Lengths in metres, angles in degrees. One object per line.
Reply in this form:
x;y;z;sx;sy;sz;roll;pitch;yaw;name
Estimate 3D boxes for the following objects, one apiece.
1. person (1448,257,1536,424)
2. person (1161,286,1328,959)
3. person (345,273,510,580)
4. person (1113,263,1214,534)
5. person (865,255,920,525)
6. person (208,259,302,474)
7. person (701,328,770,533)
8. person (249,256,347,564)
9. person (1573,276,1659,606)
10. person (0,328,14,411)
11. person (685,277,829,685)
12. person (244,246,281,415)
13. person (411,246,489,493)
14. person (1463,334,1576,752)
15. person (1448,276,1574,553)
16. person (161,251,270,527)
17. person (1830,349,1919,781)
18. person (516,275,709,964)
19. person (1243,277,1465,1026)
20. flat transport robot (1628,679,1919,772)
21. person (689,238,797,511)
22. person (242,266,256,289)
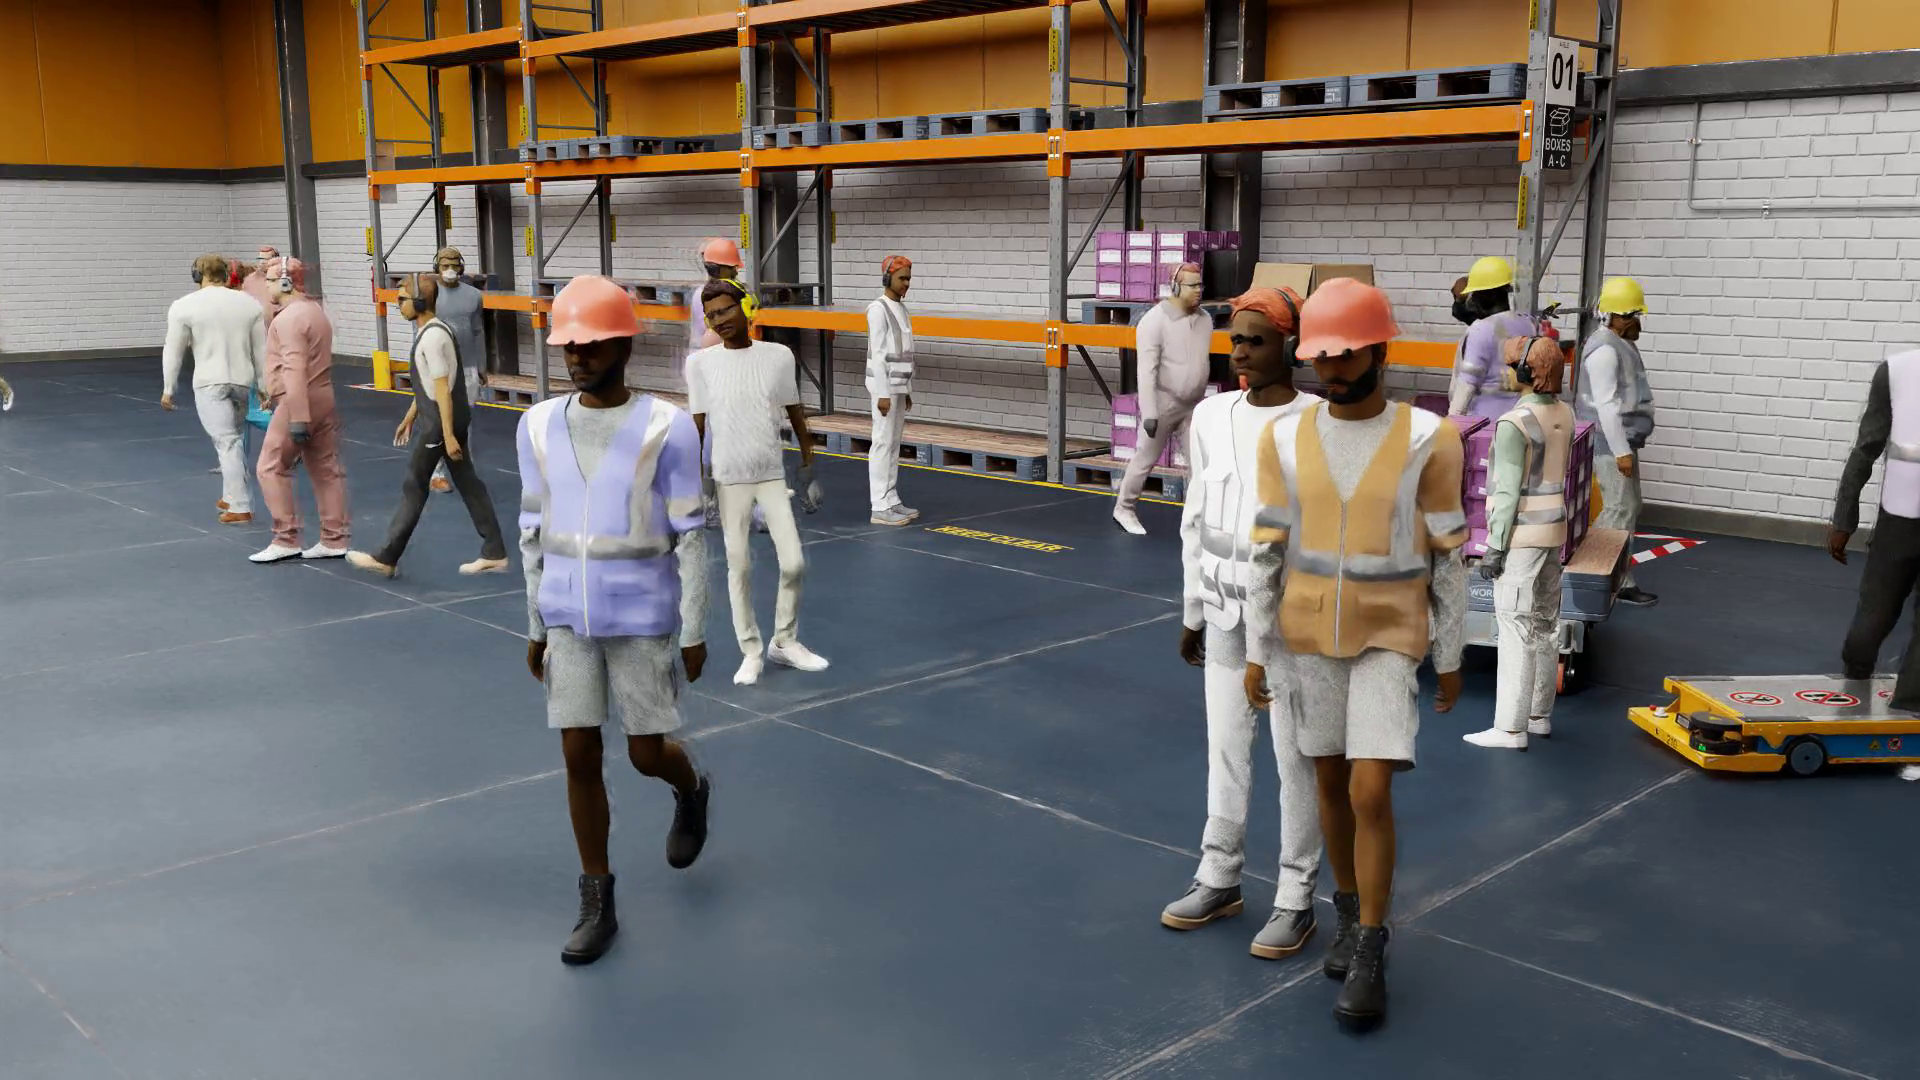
2.970;-0.650;9.461;0.565;1.900;0.589;9;14;40;person
0.859;0.235;4.698;0.574;1.881;0.357;10;15;44;person
-3.137;-0.658;9.794;0.956;1.793;0.499;-1;10;-7;person
1.399;-0.895;11.002;0.677;1.862;1.052;-7;13;-34;person
-0.479;-1.056;11.726;0.355;1.886;0.572;3;11;15;person
-6.041;-1.469;14.146;0.710;1.825;0.583;-6;12;-31;person
-1.612;-0.886;11.257;0.905;1.723;0.541;4;11;21;person
-4.167;-0.793;10.274;0.689;1.884;0.681;-1;10;-4;person
3.630;-0.541;9.136;0.477;1.802;0.627;6;12;31;person
-10.814;-2.148;18.406;0.505;1.620;0.483;1;10;5;person
-0.905;-0.258;7.548;0.652;1.836;0.346;-3;11;-14;person
-7.641;-2.315;18.543;0.644;1.905;0.400;-2;11;-8;person
-4.029;-1.350;13.191;0.366;1.936;0.630;9;14;41;person
2.229;0.015;6.557;0.307;1.641;0.513;10;14;43;person
3.286;-0.685;9.979;0.849;1.804;0.638;6;12;29;person
-5.244;-1.061;11.706;0.872;1.894;0.660;9;14;40;person
3.686;-0.070;6.369;0.683;1.877;0.709;2;11;13;person
-0.980;0.195;4.823;0.549;1.919;0.717;2;11;11;person
0.986;0.288;4.332;0.562;1.906;0.740;6;12;28;person
3.466;0.707;6.520;1.431;0.197;0.652;0;10;-2;flat transport robot
-1.667;-1.187;12.142;1.004;1.991;0.617;2;11;9;person
-9.666;-2.939;22.768;0.511;1.609;0.686;-6;12;-29;person
